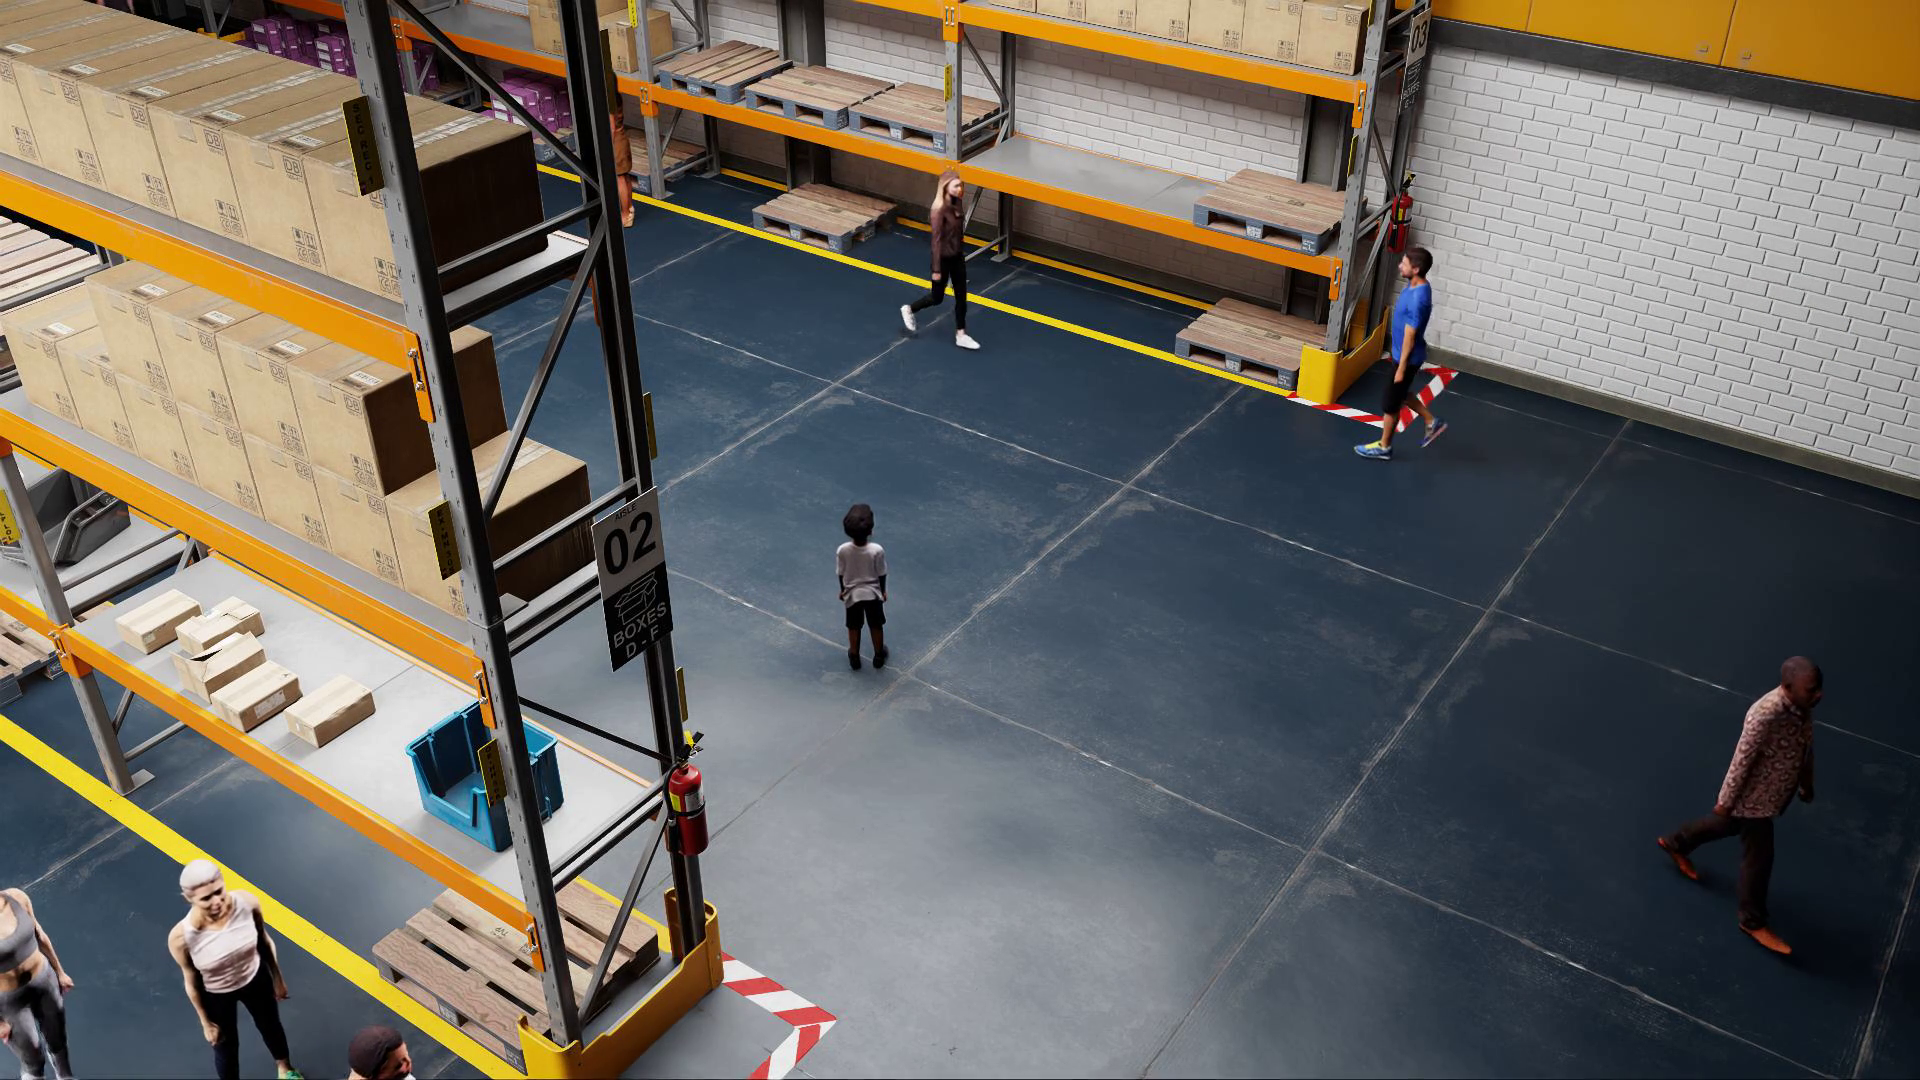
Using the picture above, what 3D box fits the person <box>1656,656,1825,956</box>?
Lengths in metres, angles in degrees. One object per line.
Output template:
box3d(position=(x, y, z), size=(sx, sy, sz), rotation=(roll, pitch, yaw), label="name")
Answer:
box3d(position=(4.313, 1.314, 9.133), size=(0.881, 1.786, 1.234), rotation=(-26, 41, -33), label="person")

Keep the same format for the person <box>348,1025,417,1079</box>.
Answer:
box3d(position=(-2.477, 2.701, 7.147), size=(0.883, 1.676, 0.825), rotation=(-1, 34, -2), label="person")

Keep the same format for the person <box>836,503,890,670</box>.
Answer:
box3d(position=(-0.651, 0.320, 11.103), size=(0.561, 1.261, 0.634), rotation=(0, 34, 0), label="person")

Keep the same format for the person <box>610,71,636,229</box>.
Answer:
box3d(position=(-3.589, -4.099, 17.364), size=(0.676, 1.690, 0.647), rotation=(0, 34, 0), label="person")

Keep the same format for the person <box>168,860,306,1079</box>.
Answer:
box3d(position=(-3.478, 2.151, 7.956), size=(0.600, 1.697, 0.623), rotation=(27, 42, 34), label="person")

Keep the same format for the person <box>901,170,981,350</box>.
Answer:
box3d(position=(-0.183, -2.538, 15.022), size=(1.025, 1.683, 0.642), rotation=(19, 38, 26), label="person")

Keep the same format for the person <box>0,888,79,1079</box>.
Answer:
box3d(position=(-4.483, 2.159, 7.935), size=(0.642, 1.706, 0.615), rotation=(13, 36, 19), label="person")

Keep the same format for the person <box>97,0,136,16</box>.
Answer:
box3d(position=(-10.645, -6.560, 20.945), size=(0.880, 1.825, 0.665), rotation=(16, 37, 22), label="person")

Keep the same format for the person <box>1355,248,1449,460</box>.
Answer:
box3d(position=(3.630, -1.450, 13.229), size=(1.041, 1.856, 0.856), rotation=(6, 34, 9), label="person")
